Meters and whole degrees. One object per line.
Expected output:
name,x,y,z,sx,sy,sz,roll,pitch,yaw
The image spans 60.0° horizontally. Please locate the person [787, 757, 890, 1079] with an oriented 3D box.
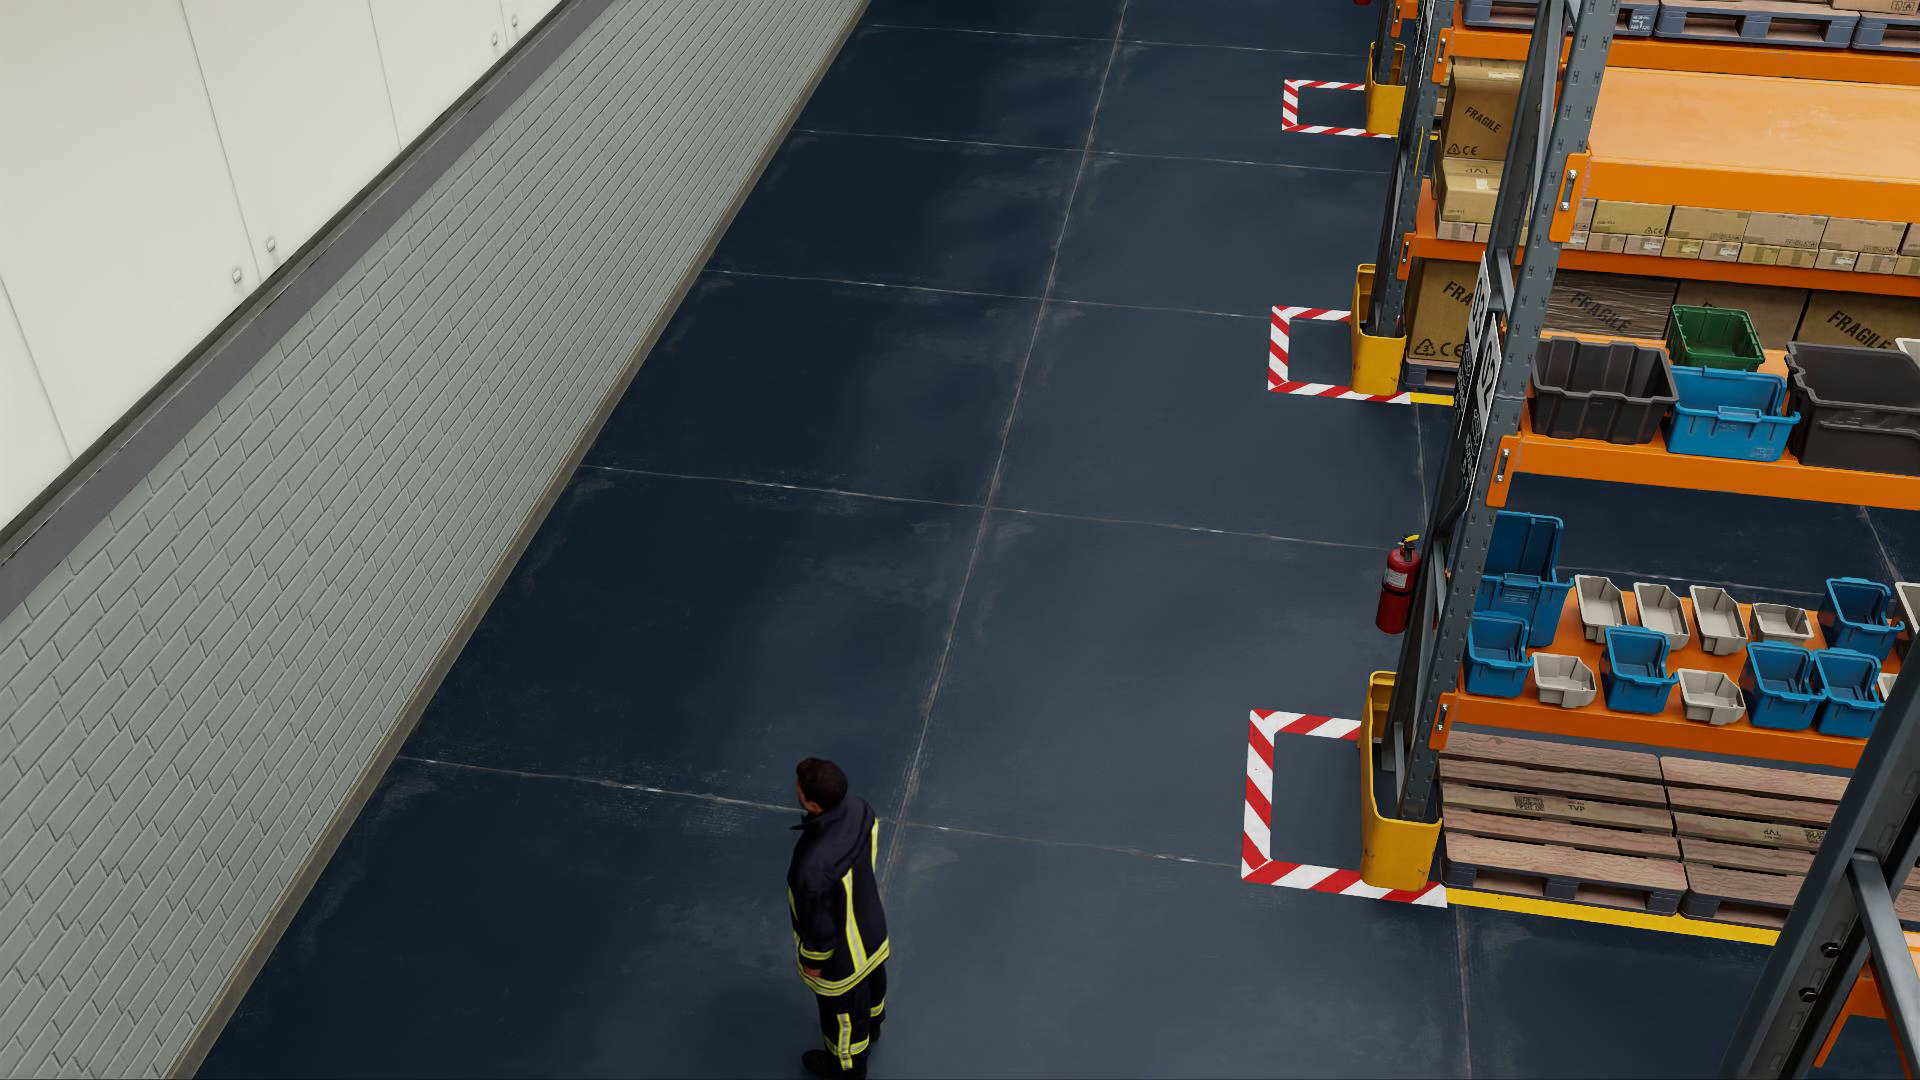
person,-0.532,1.697,7.415,0.729,1.927,0.819,13,39,16
